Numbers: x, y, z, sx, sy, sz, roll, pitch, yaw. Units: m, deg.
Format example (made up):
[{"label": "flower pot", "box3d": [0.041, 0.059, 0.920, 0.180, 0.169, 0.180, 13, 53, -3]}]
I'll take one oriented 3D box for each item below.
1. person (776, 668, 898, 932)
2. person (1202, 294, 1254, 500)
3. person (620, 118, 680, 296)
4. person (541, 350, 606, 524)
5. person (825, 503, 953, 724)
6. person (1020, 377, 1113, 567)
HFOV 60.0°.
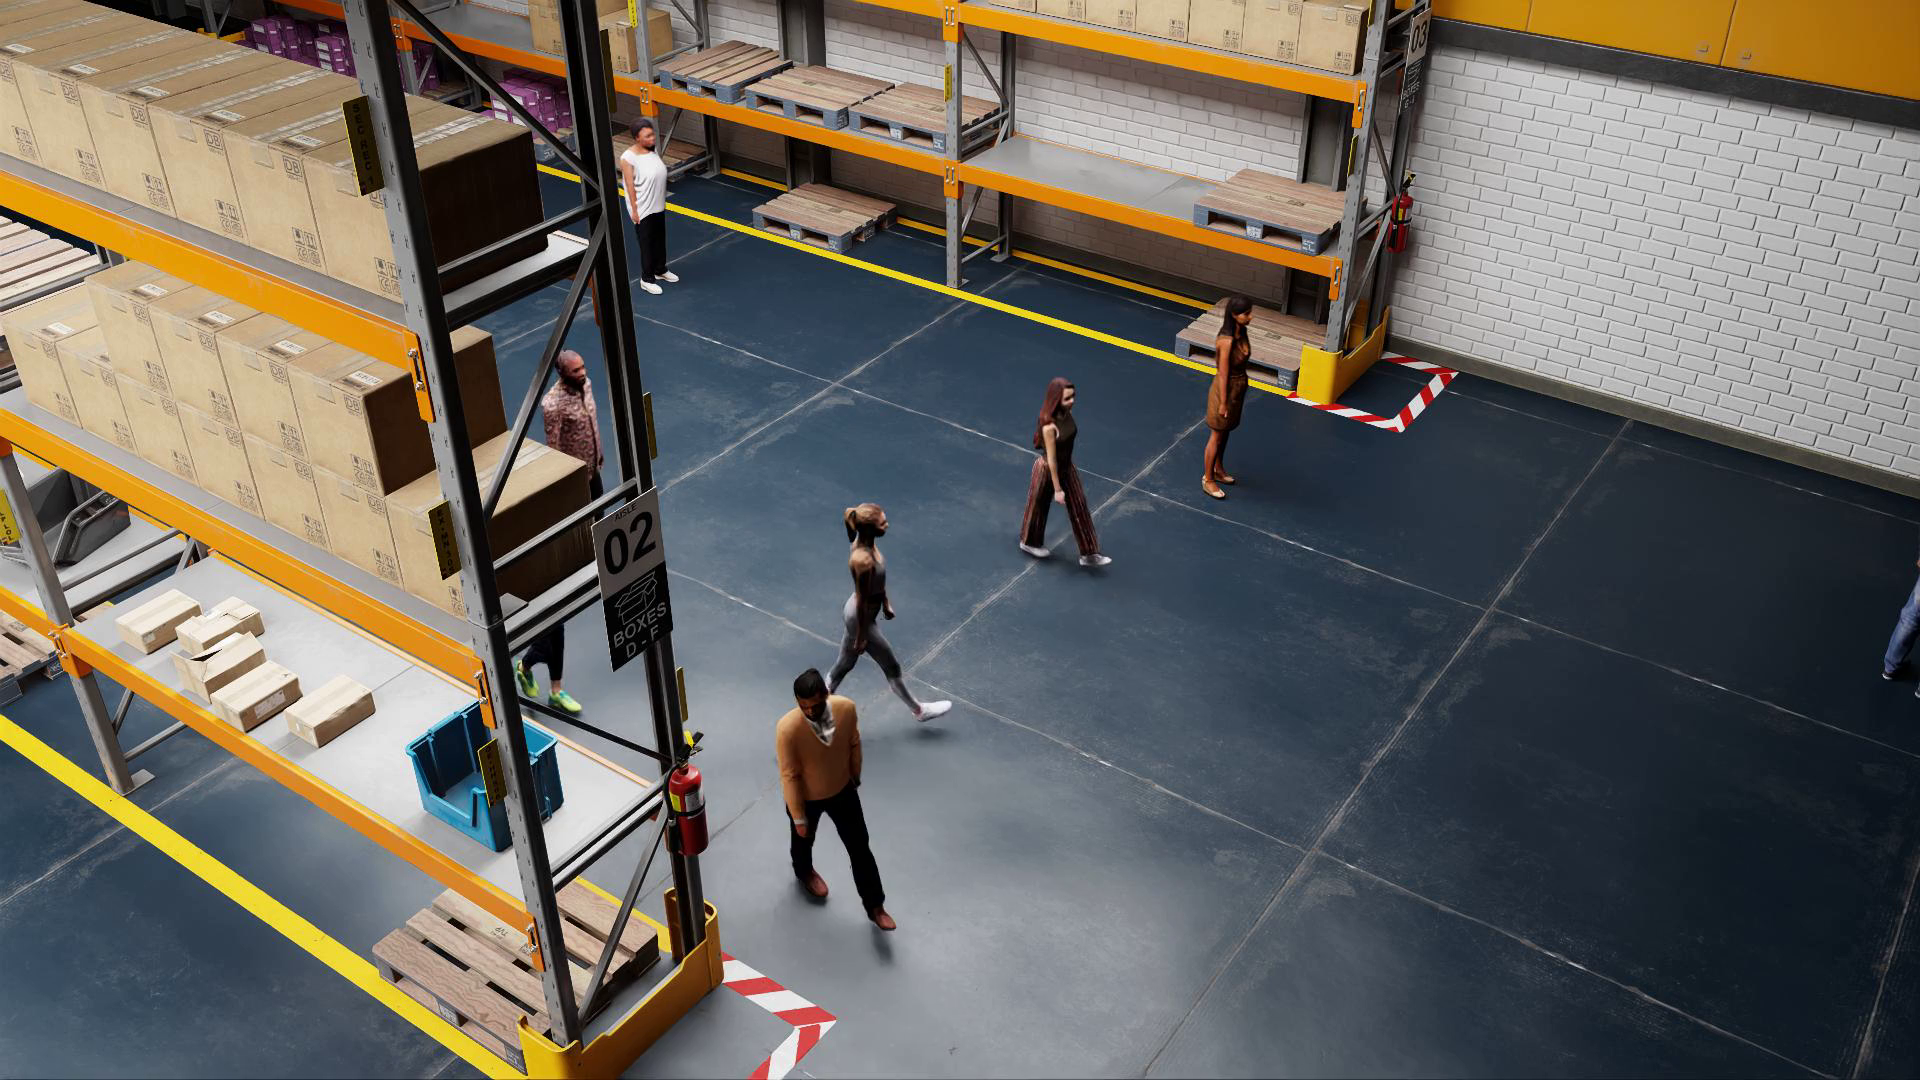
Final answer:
[{"label": "person", "box3d": [-0.817, 1.349, 9.155, 0.955, 1.703, 1.177, -20, 38, -27]}, {"label": "person", "box3d": [2.078, -1.129, 12.898, 0.546, 1.687, 0.594, 16, 37, 22]}, {"label": "person", "box3d": [-3.003, -3.251, 16.089, 0.663, 1.689, 0.697, 14, 36, 20]}, {"label": "person", "box3d": [-2.818, -0.569, 11.963, 0.946, 1.790, 0.806, 13, 36, 18]}, {"label": "person", "box3d": [-0.693, 0.524, 10.442, 1.178, 1.653, 1.052, -2, 34, -3]}, {"label": "person", "box3d": [0.617, -0.506, 12.104, 0.958, 1.529, 0.559, 23, 40, 30]}]
